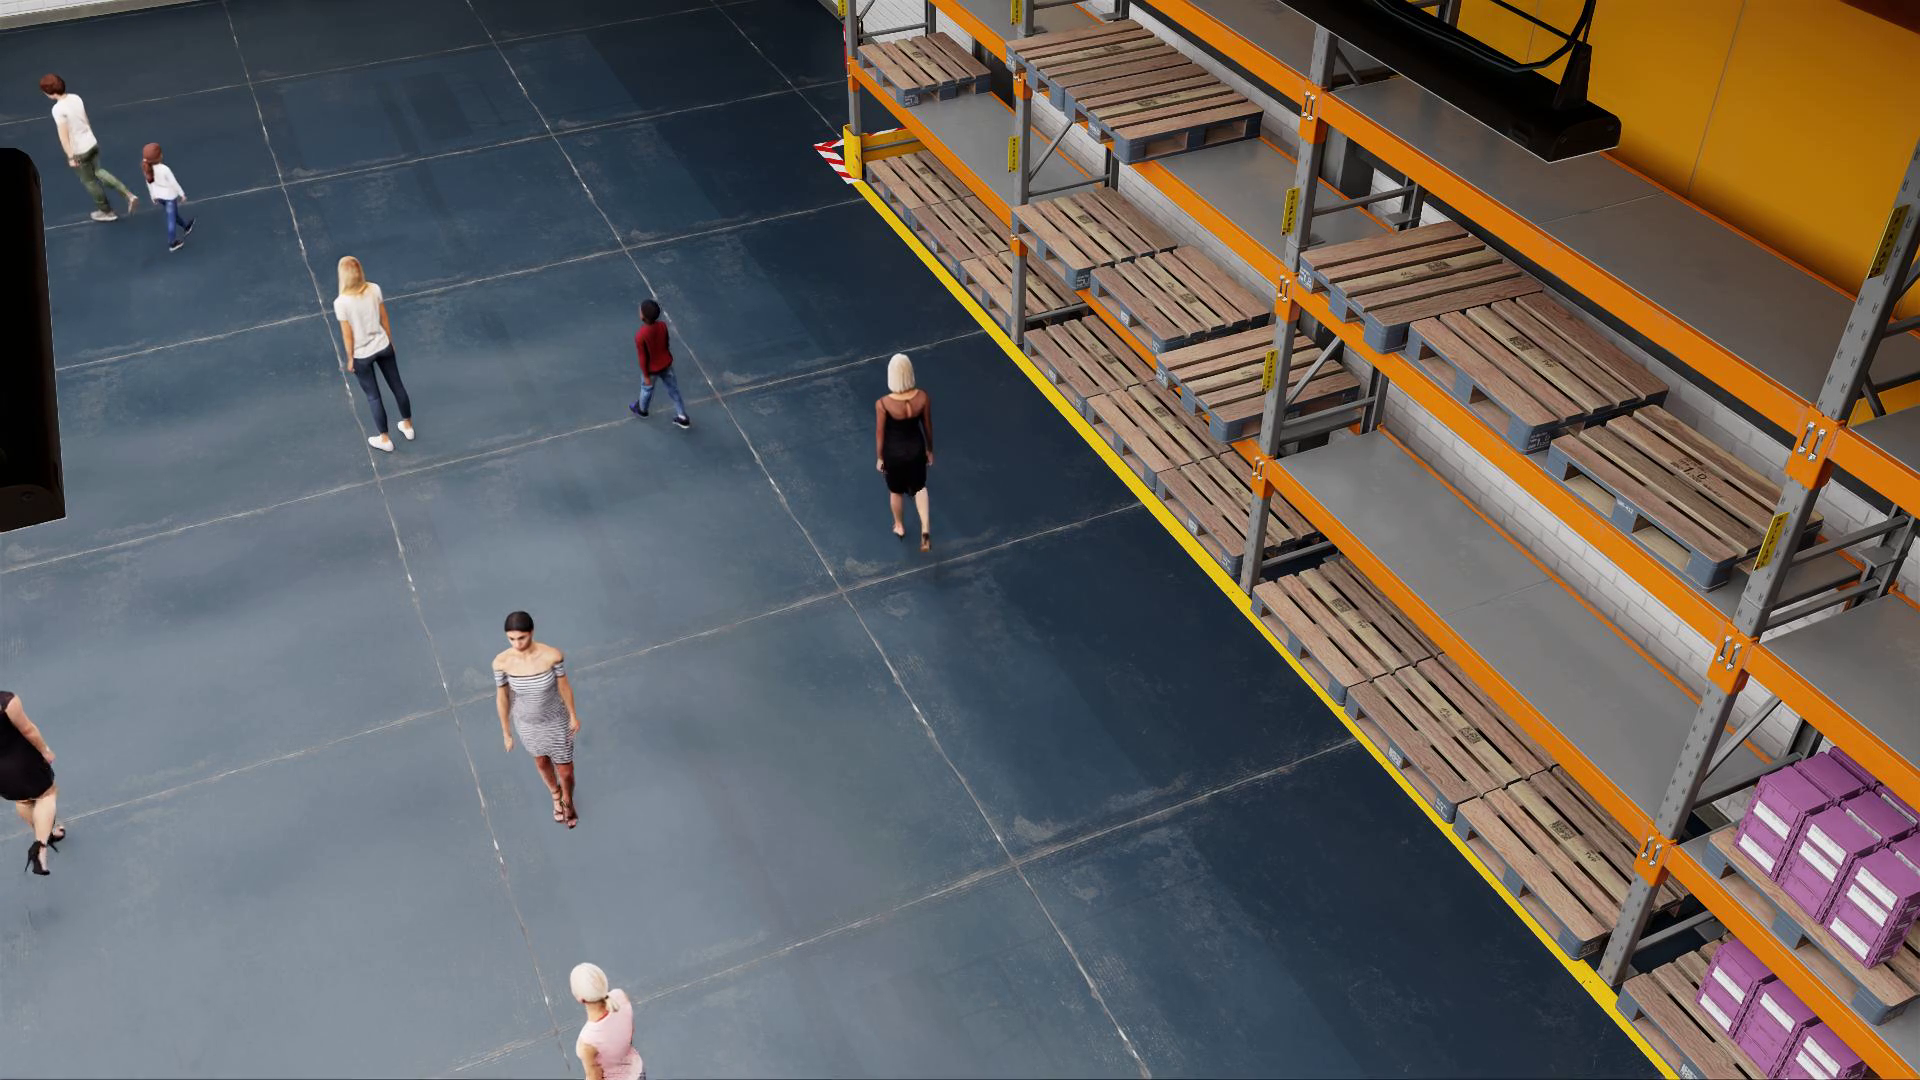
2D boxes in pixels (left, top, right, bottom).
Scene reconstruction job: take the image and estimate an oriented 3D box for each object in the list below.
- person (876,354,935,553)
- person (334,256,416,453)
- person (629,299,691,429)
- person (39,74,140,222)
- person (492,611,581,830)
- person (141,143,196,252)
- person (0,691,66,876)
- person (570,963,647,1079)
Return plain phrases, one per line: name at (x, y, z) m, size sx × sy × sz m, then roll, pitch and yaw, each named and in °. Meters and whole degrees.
person at (-0.404, -0.606, 12.731) m, size 0.660 × 1.733 × 0.889 m, roll -12°, pitch 40°, yaw -14°
person at (-4.895, -1.560, 13.865) m, size 0.640 × 1.809 × 0.659 m, roll 28°, pitch 46°, yaw 31°
person at (-2.548, -1.479, 14.228) m, size 0.917 × 1.228 × 0.702 m, roll 30°, pitch 47°, yaw 32°
person at (-8.915, -3.981, 17.037) m, size 0.901 × 1.634 × 0.888 m, roll 9°, pitch 39°, yaw 11°
person at (-2.639, 1.097, 10.538) m, size 0.699 × 1.807 × 0.713 m, roll -5°, pitch 39°, yaw -6°
person at (-8.073, -3.462, 16.822) m, size 0.720 × 1.090 × 0.795 m, roll 11°, pitch 40°, yaw 13°
person at (-5.848, 1.420, 10.219) m, size 0.796 × 1.701 × 0.935 m, roll -5°, pitch 39°, yaw -6°
person at (-1.698, 2.797, 8.487) m, size 0.795 × 1.711 × 0.733 m, roll 19°, pitch 42°, yaw 22°
